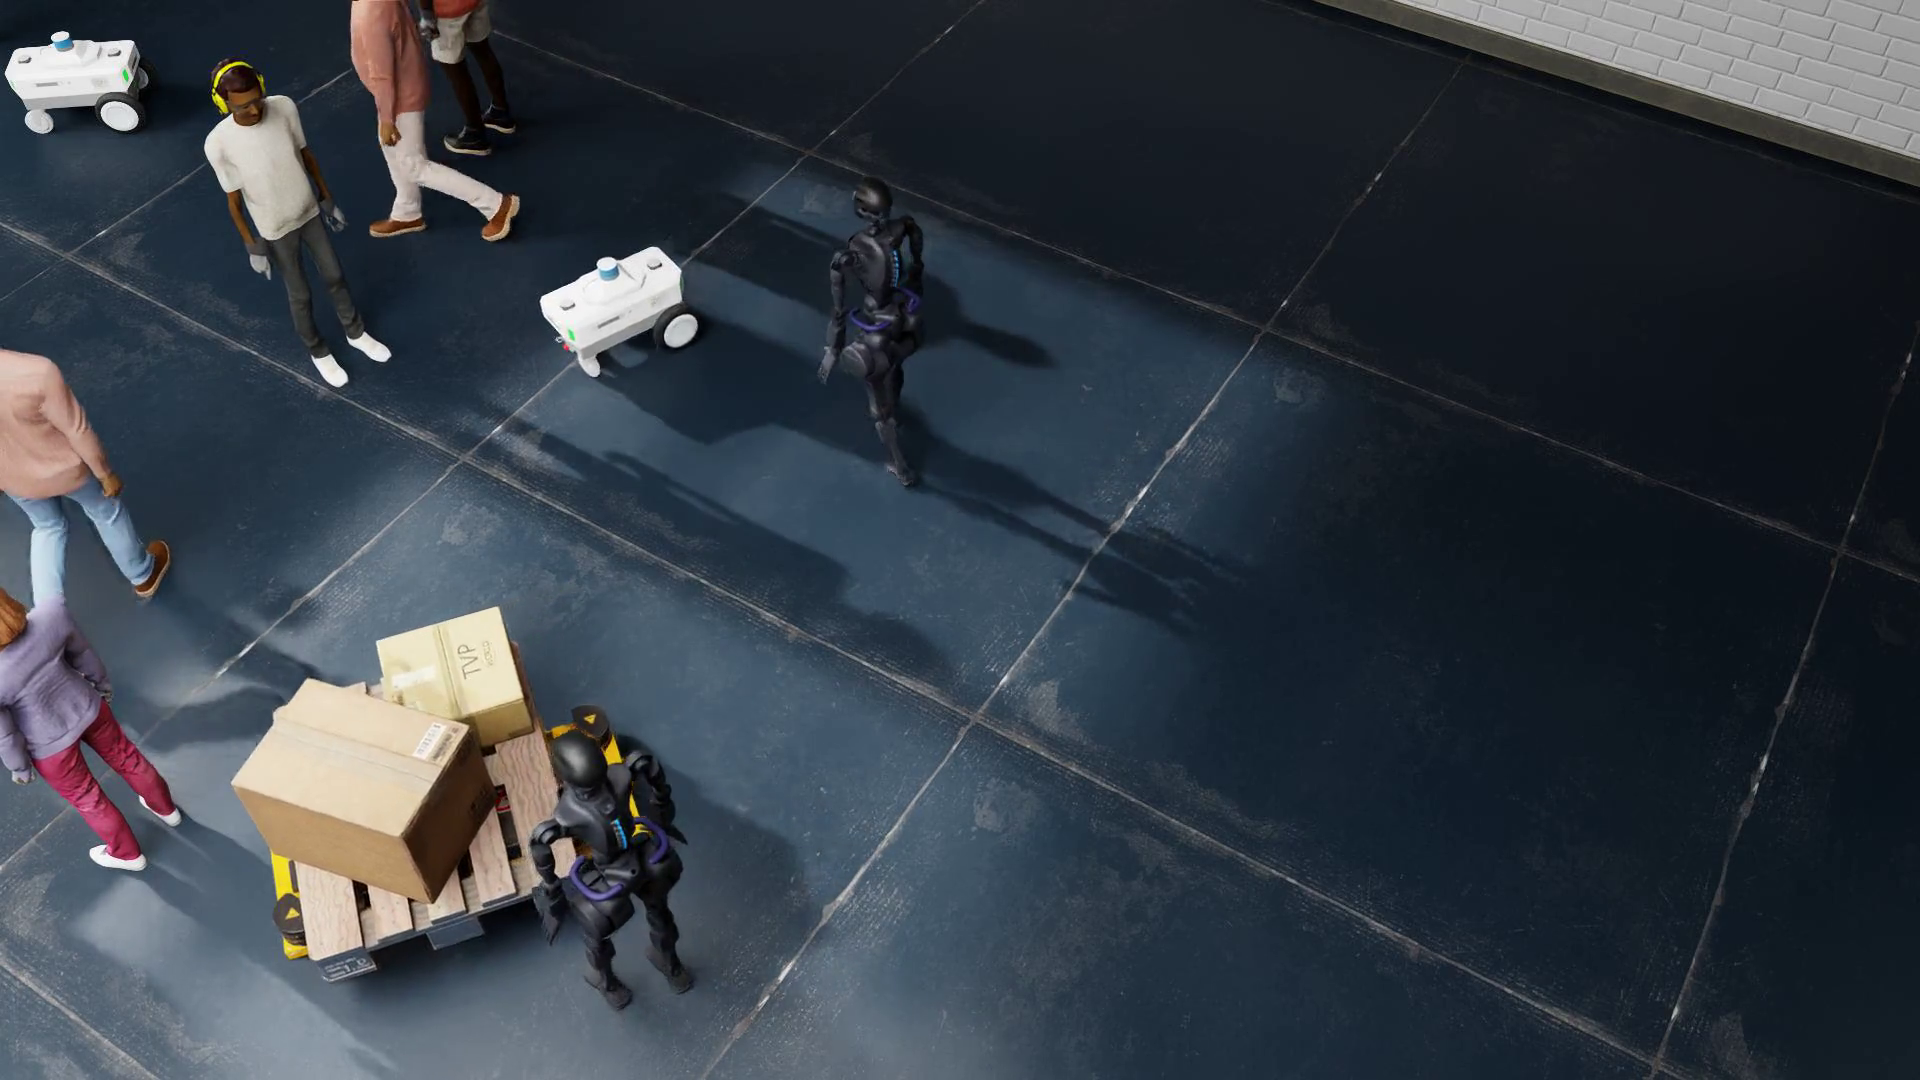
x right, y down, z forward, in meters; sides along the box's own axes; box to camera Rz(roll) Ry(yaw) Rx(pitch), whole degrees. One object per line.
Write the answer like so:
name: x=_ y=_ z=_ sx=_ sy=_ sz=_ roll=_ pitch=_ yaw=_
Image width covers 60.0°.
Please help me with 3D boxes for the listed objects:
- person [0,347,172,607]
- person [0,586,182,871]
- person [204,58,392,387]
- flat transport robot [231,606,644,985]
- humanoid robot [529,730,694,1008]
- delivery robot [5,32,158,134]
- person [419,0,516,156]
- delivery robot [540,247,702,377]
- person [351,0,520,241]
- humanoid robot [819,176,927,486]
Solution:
person: x=-3.859 y=-0.289 z=6.939 sx=0.623 sy=1.970 sz=0.768 roll=-1 pitch=49 yaw=-1
person: x=-3.399 y=0.702 z=6.294 sx=0.276 sy=1.632 sz=0.506 roll=17 pitch=51 yaw=15
person: x=-3.247 y=-1.533 z=8.105 sx=0.349 sy=1.856 sz=0.525 roll=30 pitch=55 yaw=24
flat transport robot: x=-2.067 y=1.169 z=6.794 sx=1.431 sy=0.231 sz=0.659 roll=-17 pitch=51 yaw=-14
humanoid robot: x=-1.229 y=1.151 z=5.870 sx=0.602 sy=1.650 sz=0.395 roll=-37 pitch=58 yaw=-28
delivery robot: x=-5.301 y=-2.781 z=10.069 sx=0.811 sy=0.613 sz=0.499 roll=-6 pitch=49 yaw=-5
person: x=-2.873 y=-3.105 z=9.416 sx=0.389 sy=1.950 sz=0.616 roll=15 pitch=51 yaw=13
delivery robot: x=-1.778 y=-1.229 z=8.709 sx=0.779 sy=0.608 sz=0.522 roll=-31 pitch=56 yaw=-24
person: x=-2.920 y=-2.383 z=8.779 sx=0.807 sy=1.967 sz=0.615 roll=-10 pitch=50 yaw=-9
humanoid robot: x=-0.372 y=-0.966 z=7.749 sx=0.598 sy=1.640 sz=0.540 roll=-35 pitch=58 yaw=-27
